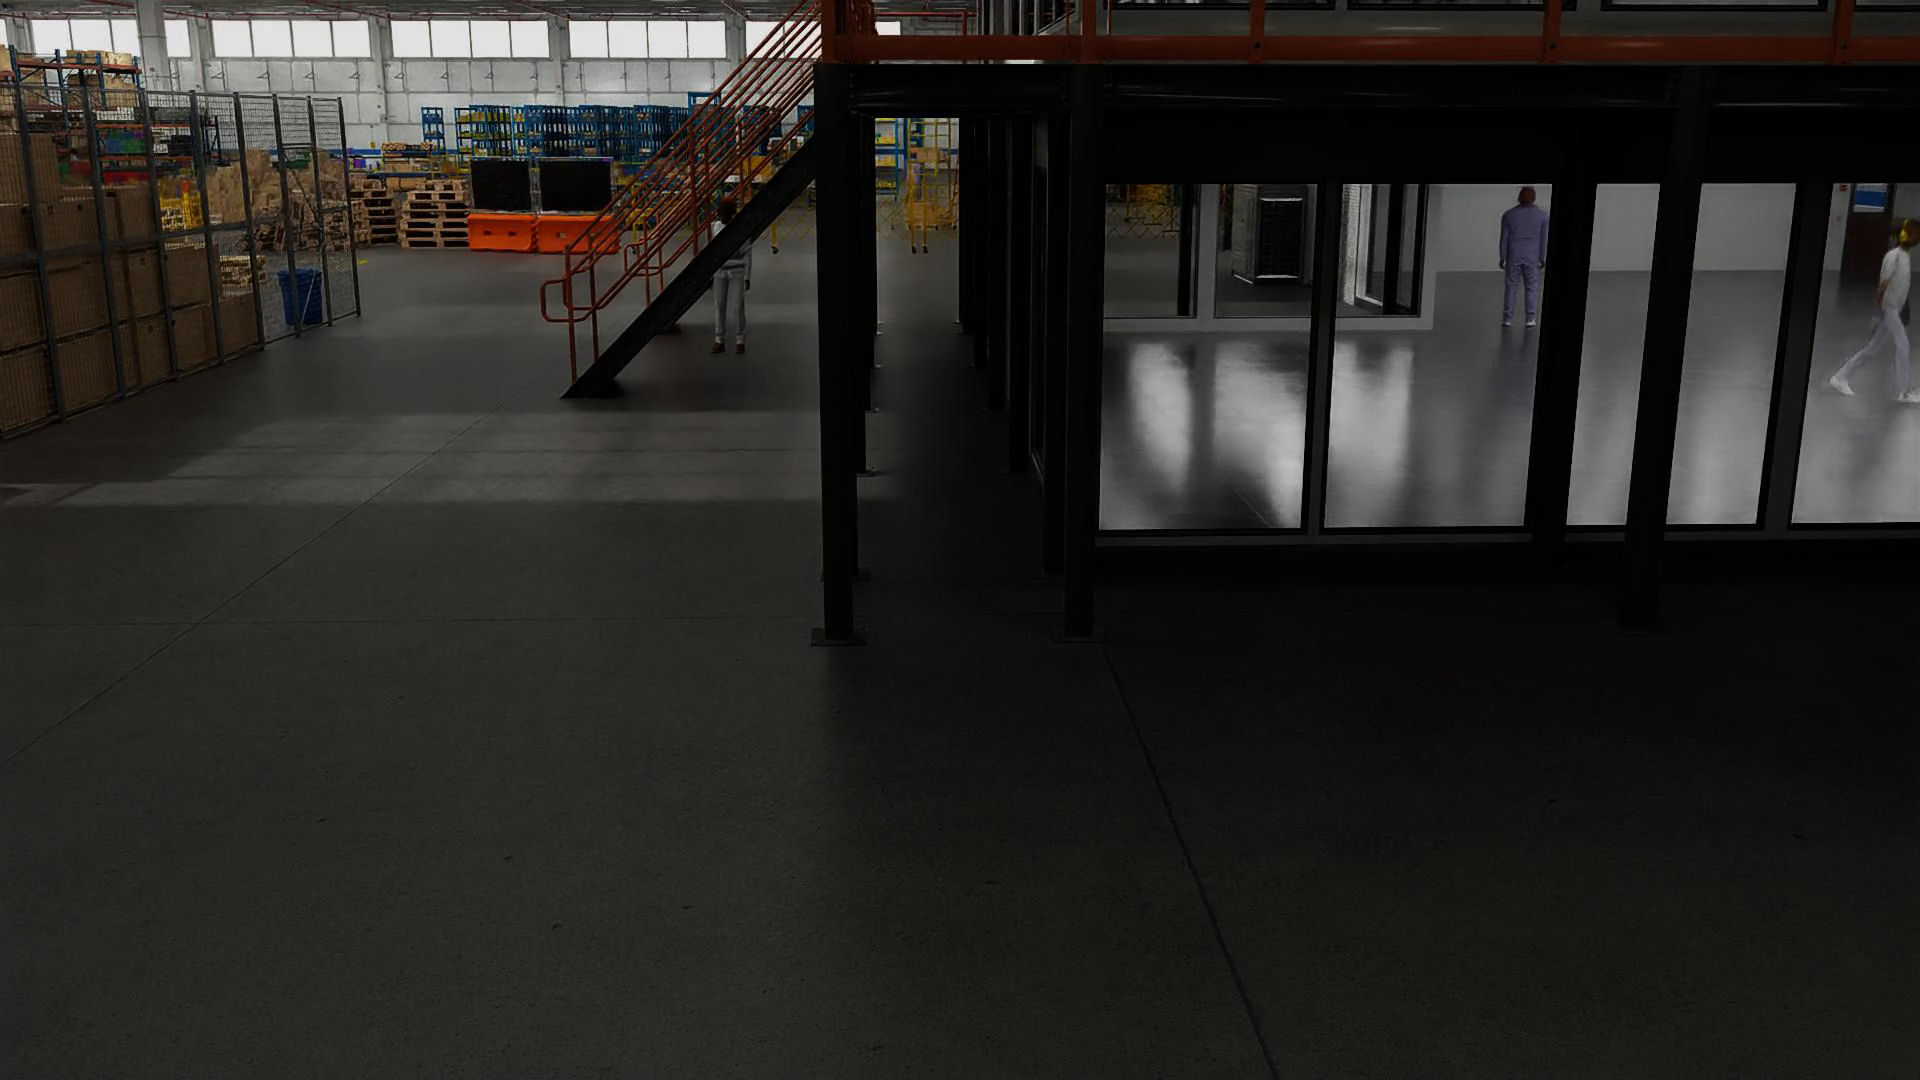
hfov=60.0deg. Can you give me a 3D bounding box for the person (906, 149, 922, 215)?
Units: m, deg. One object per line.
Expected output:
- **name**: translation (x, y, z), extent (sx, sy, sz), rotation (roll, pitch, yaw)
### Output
- **person**: translation (-1.377, -10.894, 50.696), extent (0.621, 2.007, 0.689), rotation (13, 19, 42)

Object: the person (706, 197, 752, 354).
- **person**: translation (-2.807, -3.199, 20.141), extent (0.575, 1.884, 0.355), rotation (2, 14, 7)

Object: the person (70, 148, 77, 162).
- **person**: translation (-40.519, -17.067, 76.031), extent (0.350, 1.661, 0.618), rotation (-7, 16, -26)

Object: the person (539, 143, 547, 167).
- **person**: translation (-21.210, -19.175, 84.226), extent (0.909, 1.772, 0.578), rotation (1, 14, 6)

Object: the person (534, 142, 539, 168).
- **person**: translation (-21.253, -19.058, 83.393), extent (0.387, 1.948, 0.602), rotation (7, 16, 27)

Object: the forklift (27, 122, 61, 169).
- **forklift**: translation (-35.376, -14.773, 64.377), extent (1.129, 2.768, 1.873), rotation (-1, 14, -2)
